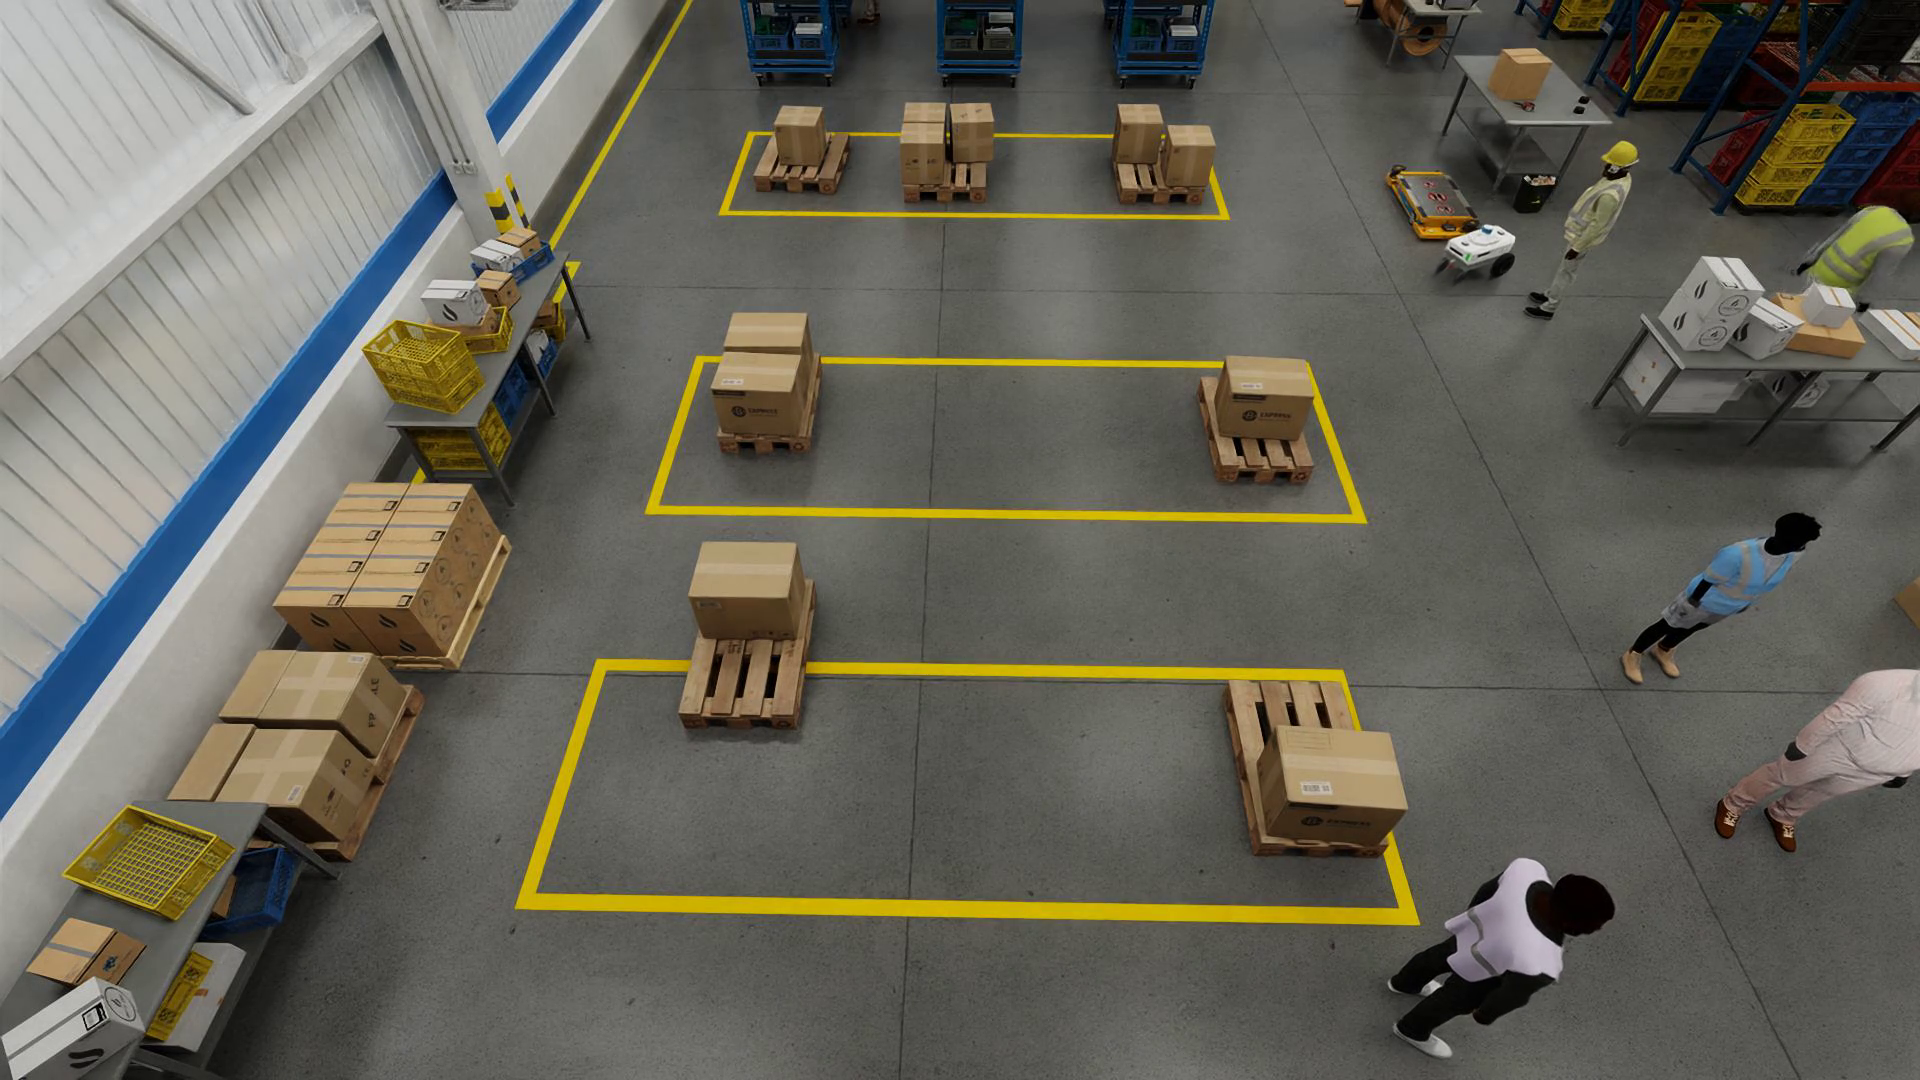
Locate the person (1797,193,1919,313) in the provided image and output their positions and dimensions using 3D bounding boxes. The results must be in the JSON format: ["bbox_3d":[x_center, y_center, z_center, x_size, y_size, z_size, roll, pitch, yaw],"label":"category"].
[{"bbox_3d":[8.354,-2.457,8.661,0.994,1.766,0.635,6,49,5],"label":"person"}]

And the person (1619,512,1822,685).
[{"bbox_3d":[5.155,0.398,6.231,0.535,1.699,0.322,-5,49,-4],"label":"person"}]

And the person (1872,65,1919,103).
[{"bbox_3d":[13.156,-6.937,12.433,0.654,1.920,0.442,-6,49,-5],"label":"person"}]

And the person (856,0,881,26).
[{"bbox_3d":[-1.490,-9.168,14.318,0.379,1.996,0.611,16,51,14],"label":"person"}]

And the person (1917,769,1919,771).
[{"bbox_3d":[6.614,0.833,5.747,0.312,1.864,0.538,3,49,3],"label":"person"}]

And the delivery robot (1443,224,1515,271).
[{"bbox_3d":[5.697,-3.218,10.054,0.707,0.478,0.477,-19,52,-16],"label":"delivery robot"}]

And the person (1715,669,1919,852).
[{"bbox_3d":[5.243,1.261,5.350,0.642,1.909,0.409,12,50,10],"label":"person"}]

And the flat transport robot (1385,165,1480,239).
[{"bbox_3d":[5.692,-4.094,11.059,0.652,0.197,1.431,1,49,1],"label":"flat transport robot"}]

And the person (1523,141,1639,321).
[{"bbox_3d":[6.205,-3.050,9.135,0.404,1.824,0.591,27,54,22],"label":"person"}]

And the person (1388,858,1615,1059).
[{"bbox_3d":[2.634,2.101,4.616,0.391,1.916,0.590,12,50,10],"label":"person"}]
